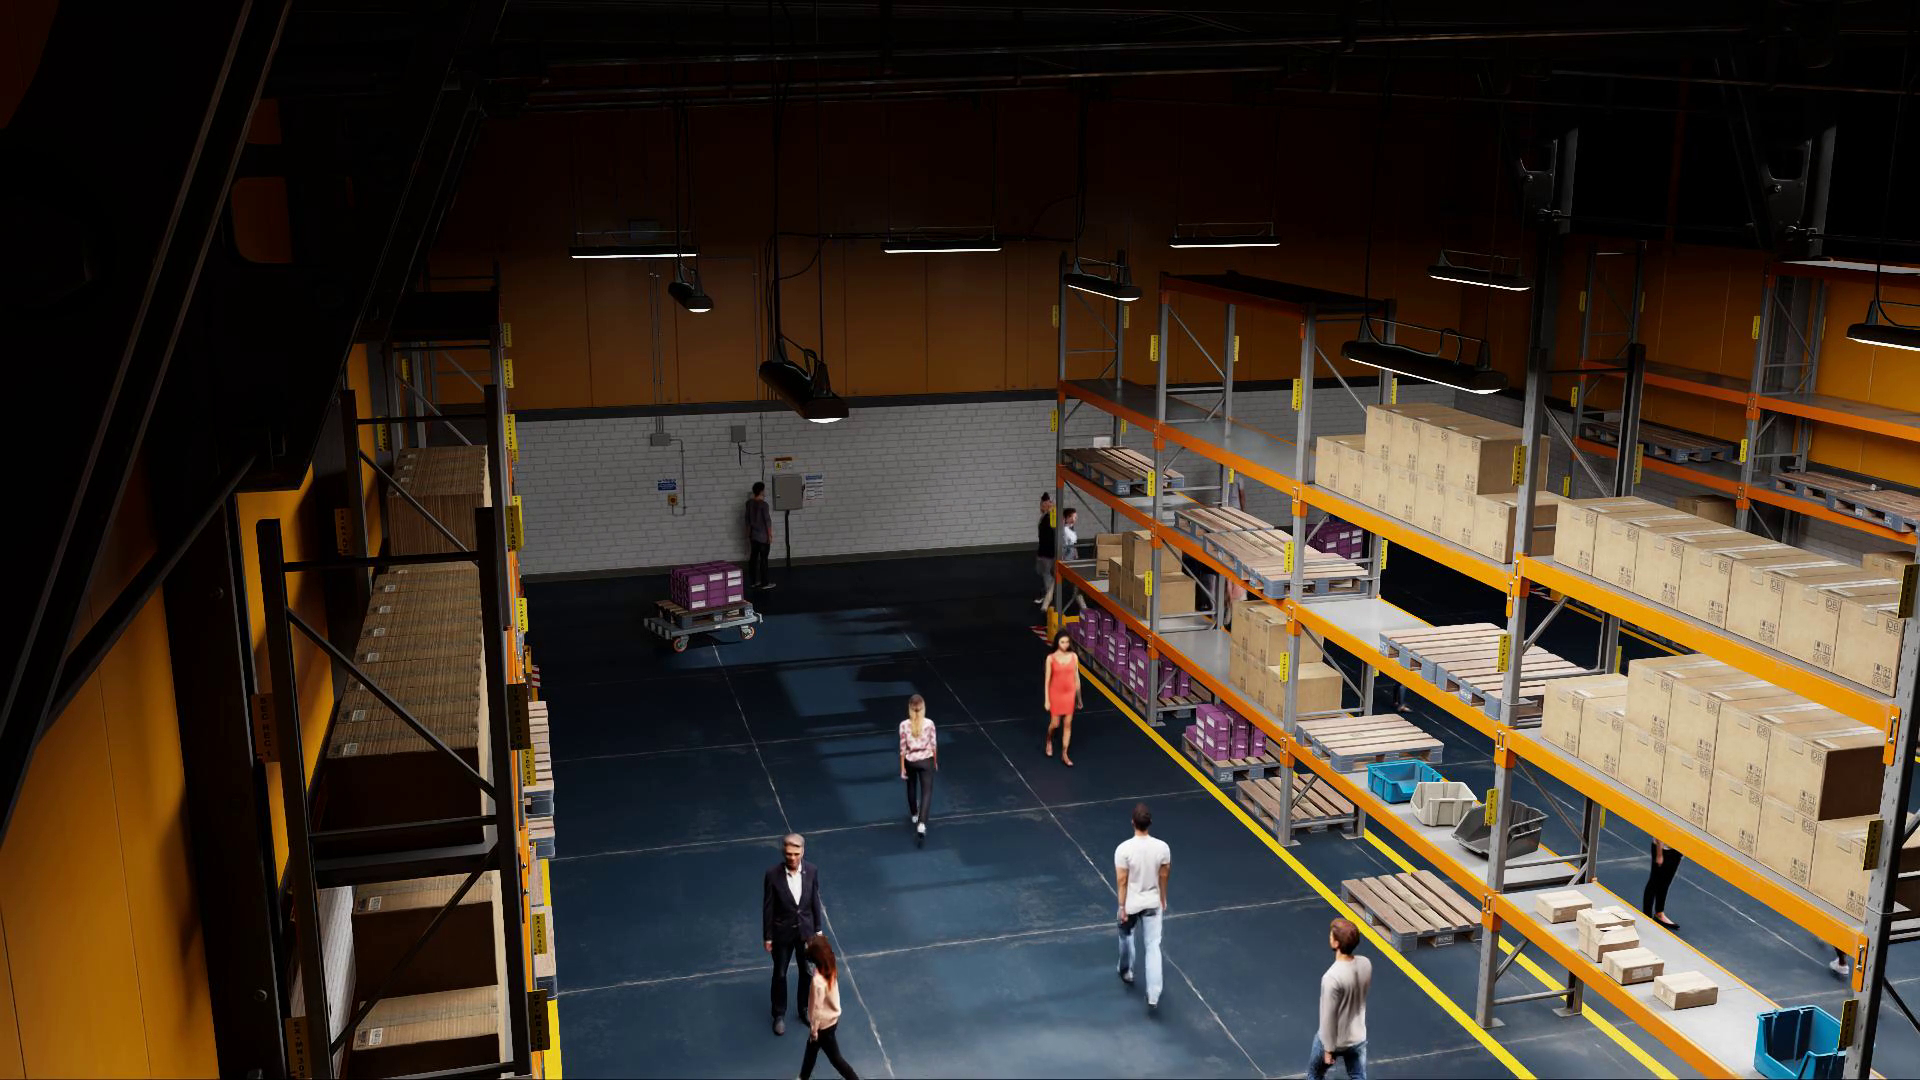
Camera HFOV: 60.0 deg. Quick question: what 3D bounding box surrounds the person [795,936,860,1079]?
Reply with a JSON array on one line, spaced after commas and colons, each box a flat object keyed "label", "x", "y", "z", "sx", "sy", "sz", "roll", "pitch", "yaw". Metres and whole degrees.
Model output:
[{"label": "person", "x": -1.021, "y": 3.872, "z": 13.354, "sx": 0.846, "sy": 1.447, "sz": 0.985, "roll": 1, "pitch": 14, "yaw": 4}]

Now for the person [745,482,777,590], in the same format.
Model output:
[{"label": "person", "x": -3.483, "y": -0.090, "z": 28.856, "sx": 0.708, "sy": 1.851, "sz": 0.796, "roll": 9, "pitch": 16, "yaw": 34}]

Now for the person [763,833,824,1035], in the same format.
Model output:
[{"label": "person", "x": -1.462, "y": 3.395, "z": 14.547, "sx": 0.696, "sy": 1.813, "sz": 0.596, "roll": -5, "pitch": 14, "yaw": -19}]

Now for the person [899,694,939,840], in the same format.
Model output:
[{"label": "person", "x": -0.457, "y": 2.537, "z": 18.539, "sx": 0.840, "sy": 1.600, "sz": 1.164, "roll": 2, "pitch": 14, "yaw": 6}]

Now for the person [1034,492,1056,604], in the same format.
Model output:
[{"label": "person", "x": 1.552, "y": 0.143, "z": 27.713, "sx": 0.836, "sy": 1.937, "sz": 0.702, "roll": -1, "pitch": 14, "yaw": -3}]

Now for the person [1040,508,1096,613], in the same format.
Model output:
[{"label": "person", "x": 1.637, "y": 0.391, "z": 26.999, "sx": 1.124, "sy": 1.791, "sz": 1.279, "roll": 3, "pitch": 14, "yaw": 12}]

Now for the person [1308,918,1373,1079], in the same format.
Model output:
[{"label": "person", "x": 2.986, "y": 3.833, "z": 12.643, "sx": 0.875, "sy": 1.857, "sz": 1.289, "roll": -8, "pitch": 16, "yaw": -31}]

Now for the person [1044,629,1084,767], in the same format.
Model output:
[{"label": "person", "x": 1.254, "y": 1.940, "z": 20.772, "sx": 0.643, "sy": 1.711, "sz": 0.773, "roll": -5, "pitch": 14, "yaw": -19}]

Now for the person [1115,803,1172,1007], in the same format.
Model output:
[{"label": "person", "x": 1.653, "y": 3.299, "z": 14.918, "sx": 0.809, "sy": 1.824, "sz": 1.241, "roll": -1, "pitch": 14, "yaw": -6}]
